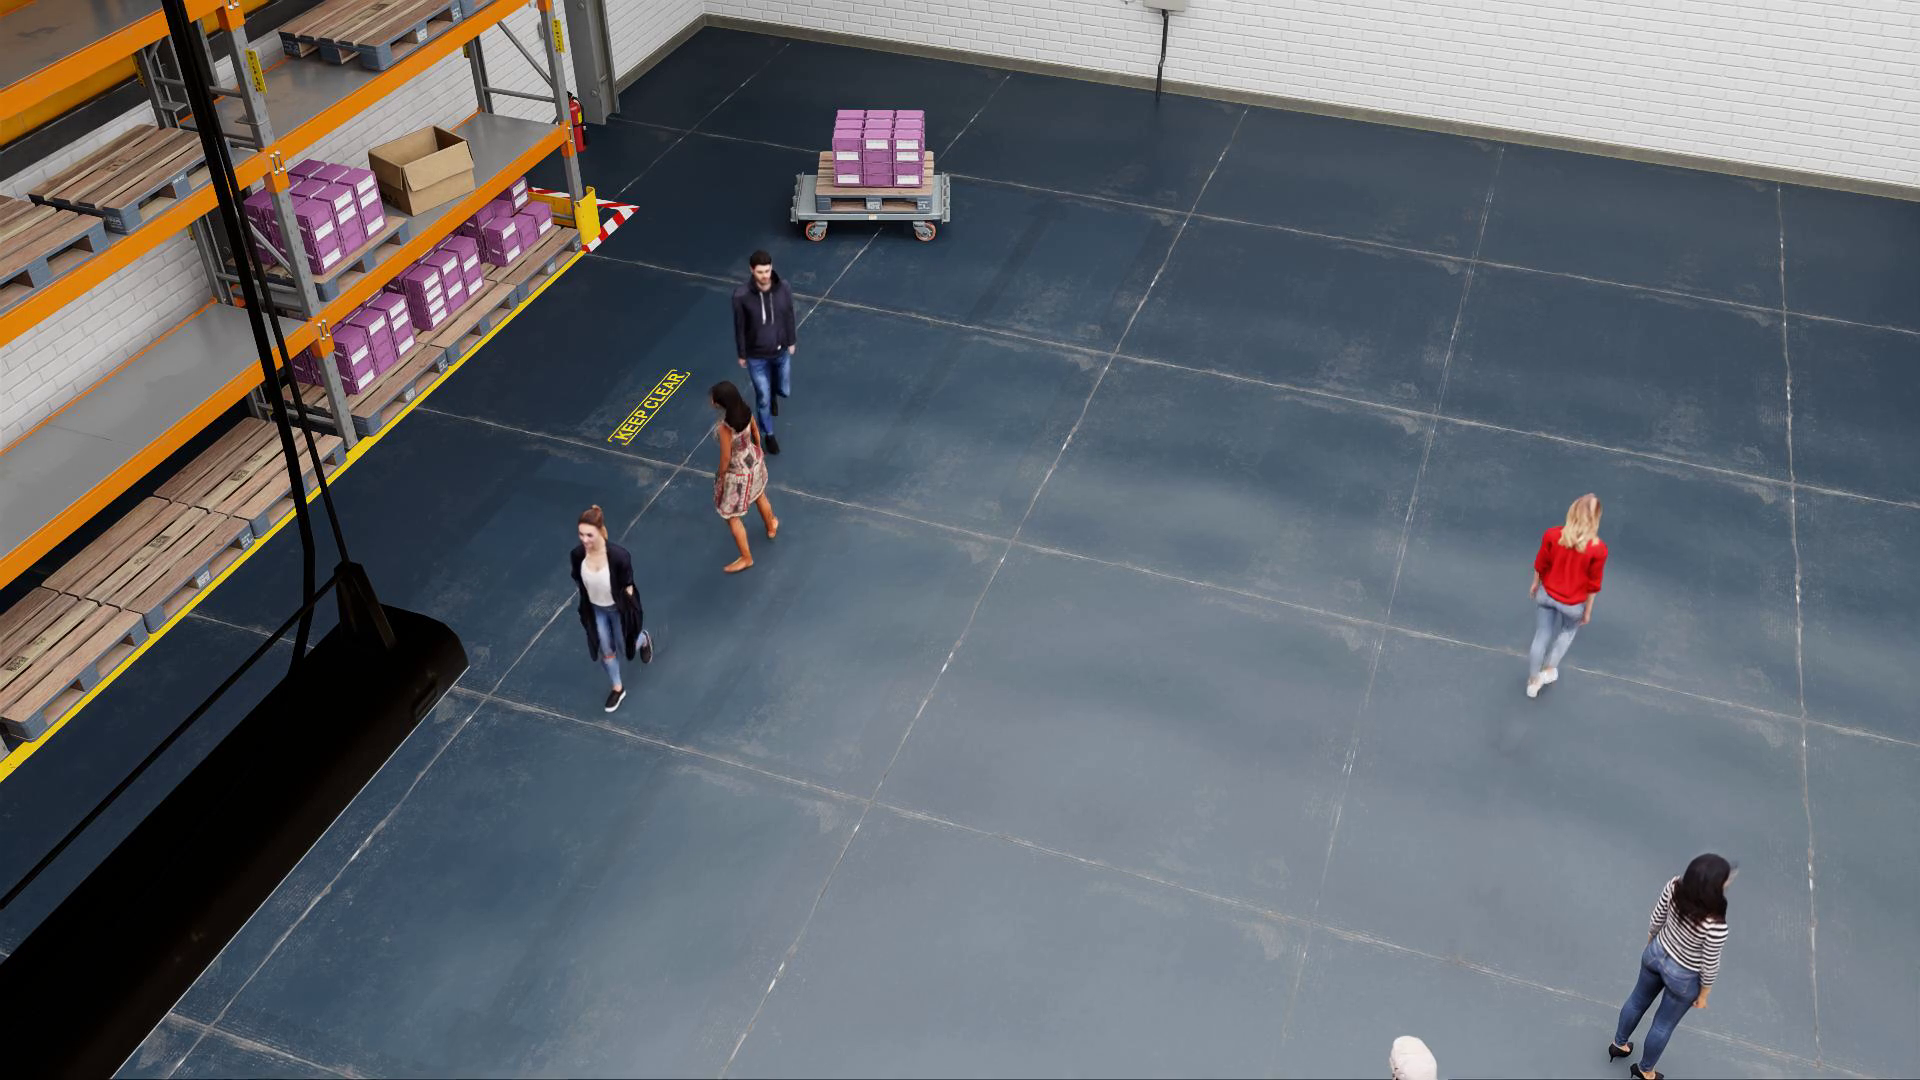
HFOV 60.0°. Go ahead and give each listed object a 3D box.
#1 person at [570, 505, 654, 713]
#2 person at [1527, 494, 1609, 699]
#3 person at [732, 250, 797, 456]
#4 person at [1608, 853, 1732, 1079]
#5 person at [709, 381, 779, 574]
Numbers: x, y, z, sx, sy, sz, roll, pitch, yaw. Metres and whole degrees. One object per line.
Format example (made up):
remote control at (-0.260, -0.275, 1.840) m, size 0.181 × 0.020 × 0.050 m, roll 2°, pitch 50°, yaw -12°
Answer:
person at (-2.403, 0.422, 11.598) m, size 0.706 × 1.672 × 0.885 m, roll 8°, pitch 39°, yaw 9°
person at (4.148, 0.447, 11.547) m, size 0.689 × 1.695 × 0.656 m, roll 22°, pitch 44°, yaw 25°
person at (-1.653, -1.646, 14.026) m, size 0.995 × 1.873 × 1.079 m, roll -12°, pitch 40°, yaw -15°
person at (3.891, 2.348, 9.086) m, size 0.691 × 1.796 × 0.626 m, roll -15°, pitch 41°, yaw -18°
person at (-1.652, -0.556, 12.867) m, size 0.982 × 1.616 × 0.496 m, roll 19°, pitch 43°, yaw 23°
